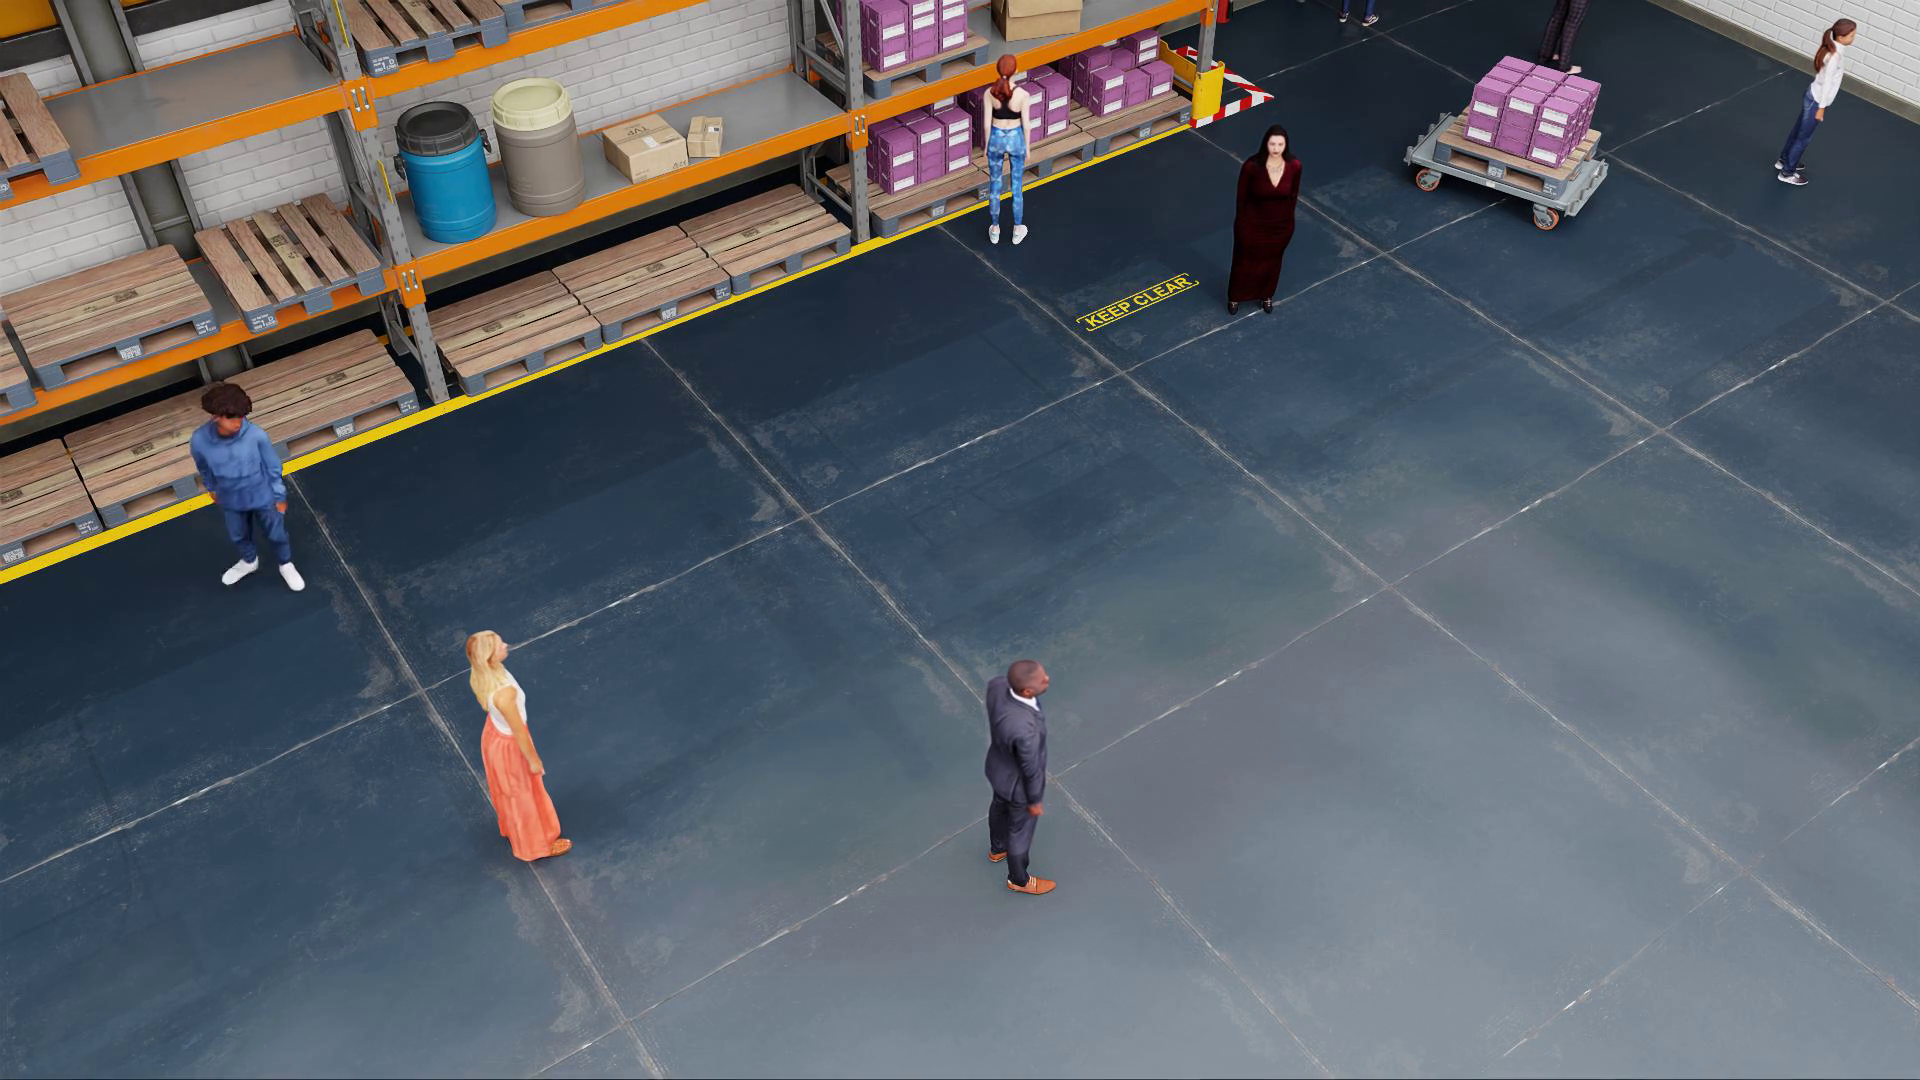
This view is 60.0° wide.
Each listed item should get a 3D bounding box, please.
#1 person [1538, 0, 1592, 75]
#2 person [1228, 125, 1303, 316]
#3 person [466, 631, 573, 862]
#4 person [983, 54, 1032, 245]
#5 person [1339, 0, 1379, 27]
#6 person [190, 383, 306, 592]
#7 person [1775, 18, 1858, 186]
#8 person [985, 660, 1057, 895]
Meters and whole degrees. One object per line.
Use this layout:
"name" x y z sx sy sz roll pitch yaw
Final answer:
"person" 6.200 -5.617 16.681 0.619 1.871 0.708 -16 46 -16
"person" 2.489 -2.612 13.609 0.734 1.756 0.835 -3 44 -3
"person" -2.597 1.179 9.596 0.596 1.802 0.637 -22 48 -21
"person" 0.402 -3.376 14.391 0.686 1.784 0.750 5 44 5
"person" 4.300 -6.280 17.491 0.752 1.712 0.770 19 47 18
"person" -4.842 -0.355 11.224 0.831 1.778 1.013 3 44 3
"person" 7.854 -4.046 15.258 0.687 1.559 0.618 11 45 12
"person" 0.329 1.318 9.434 0.697 1.824 0.755 -14 45 -14
